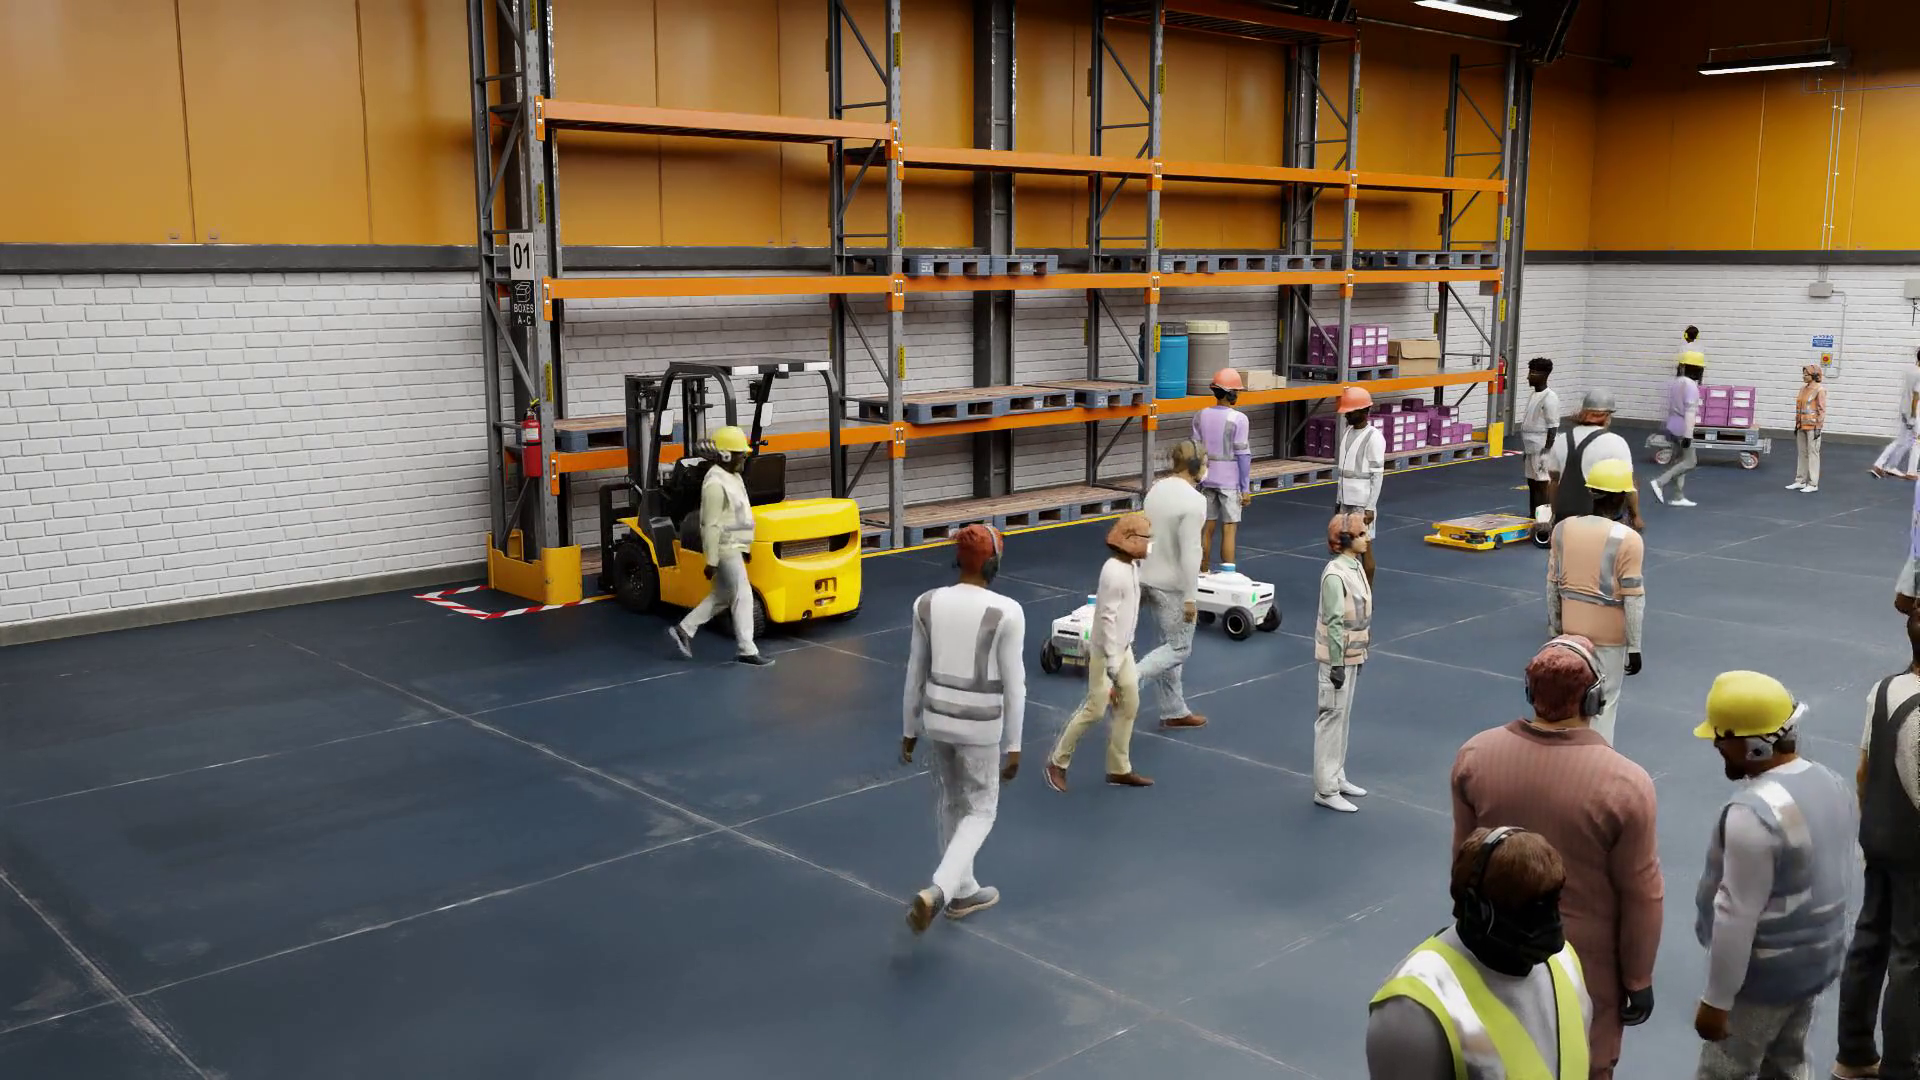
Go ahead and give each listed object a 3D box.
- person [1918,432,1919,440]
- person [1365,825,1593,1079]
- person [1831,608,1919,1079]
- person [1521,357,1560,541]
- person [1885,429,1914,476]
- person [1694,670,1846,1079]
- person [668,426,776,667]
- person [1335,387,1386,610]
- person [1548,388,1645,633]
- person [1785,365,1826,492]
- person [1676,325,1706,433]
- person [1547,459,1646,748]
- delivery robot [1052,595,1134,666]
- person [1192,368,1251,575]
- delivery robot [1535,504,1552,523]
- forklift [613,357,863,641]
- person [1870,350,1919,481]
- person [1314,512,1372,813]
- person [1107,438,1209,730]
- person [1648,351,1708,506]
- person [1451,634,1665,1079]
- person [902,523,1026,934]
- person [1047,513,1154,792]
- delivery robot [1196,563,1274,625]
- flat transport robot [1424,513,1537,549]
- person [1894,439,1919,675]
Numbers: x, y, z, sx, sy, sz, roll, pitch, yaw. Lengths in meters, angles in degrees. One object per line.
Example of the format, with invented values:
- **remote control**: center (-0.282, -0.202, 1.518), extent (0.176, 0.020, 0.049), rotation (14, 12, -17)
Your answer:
- **person**: center (12.010, -1.335, 20.268), extent (0.570, 1.843, 0.372), rotation (5, 11, 29)
- **person**: center (1.145, 1.508, 3.630), extent (0.624, 1.845, 0.430), rotation (-8, 12, -38)
- **person**: center (3.370, 1.122, 5.887), extent (0.332, 1.842, 0.508), rotation (-1, 10, -4)
- **person**: center (6.190, -0.977, 17.813), extent (0.369, 1.967, 0.601), rotation (0, 10, -1)
- **person**: center (13.260, -1.719, 22.902), extent (0.924, 1.721, 0.528), rotation (2, 10, 13)
- **person**: center (2.458, 1.282, 5.070), extent (0.645, 1.806, 0.488), rotation (-9, 13, -43)
- **person**: center (-1.782, 0.048, 12.300), extent (0.762, 1.802, 0.578), rotation (0, 10, 0)
- **person**: center (3.374, -0.345, 14.219), extent (0.370, 1.932, 0.543), rotation (-4, 10, -20)
- **person**: center (5.123, -0.264, 13.426), extent (1.038, 2.000, 0.699), rotation (-5, 11, -25)
- **person**: center (10.946, -1.435, 21.452), extent (0.310, 1.638, 0.522), rotation (-1, 10, -5)
- **person**: center (12.297, -2.681, 28.074), extent (0.517, 1.874, 0.328), rotation (-1, 10, -7)
- **person**: center (3.539, 0.506, 9.244), extent (0.367, 1.926, 0.594), rotation (-6, 11, -31)
- **delivery robot**: center (0.981, 0.646, 12.168), extent (0.477, 0.478, 0.707), rotation (7, 12, 35)
- **person**: center (2.363, -0.517, 14.899), extent (0.374, 2.042, 0.615), rotation (-9, 13, -41)
- **delivery robot**: center (6.368, -0.227, 17.271), extent (0.707, 0.478, 0.477), rotation (6, 12, 33)
- **forklift**: center (-1.847, -0.414, 13.852), extent (1.214, 2.155, 2.313), rotation (-9, 13, -42)
- **person**: center (12.788, -1.700, 22.533), extent (0.749, 1.835, 0.553), rotation (2, 10, 13)
- **person**: center (2.109, 0.659, 9.181), extent (0.308, 1.645, 0.516), rotation (4, 11, 23)
- **person**: center (1.238, 0.311, 10.492), extent (0.739, 1.904, 0.647), rotation (-4, 10, -22)
- **person**: center (8.701, -1.338, 20.134), extent (0.568, 1.907, 0.584), rotation (1, 10, 4)
- **person**: center (1.814, 1.229, 5.065), extent (0.643, 1.913, 0.410), rotation (9, 14, 44)
- **person**: center (-0.022, 0.858, 7.389), extent (0.612, 1.860, 0.732), rotation (7, 12, 34)
- **person**: center (0.792, 0.631, 9.465), extent (0.591, 1.602, 0.515), rotation (4, 11, 23)
- **delivery robot**: center (2.165, 0.432, 13.419), extent (0.707, 0.478, 0.477), rotation (9, 13, 41)
- **flat transport robot**: center (5.627, -0.103, 17.653), extent (1.431, 0.197, 0.652), rotation (-8, 12, -39)
- **person**: center (6.861, 0.097, 11.640), extent (0.536, 1.922, 0.559), rotation (0, 10, -1)
